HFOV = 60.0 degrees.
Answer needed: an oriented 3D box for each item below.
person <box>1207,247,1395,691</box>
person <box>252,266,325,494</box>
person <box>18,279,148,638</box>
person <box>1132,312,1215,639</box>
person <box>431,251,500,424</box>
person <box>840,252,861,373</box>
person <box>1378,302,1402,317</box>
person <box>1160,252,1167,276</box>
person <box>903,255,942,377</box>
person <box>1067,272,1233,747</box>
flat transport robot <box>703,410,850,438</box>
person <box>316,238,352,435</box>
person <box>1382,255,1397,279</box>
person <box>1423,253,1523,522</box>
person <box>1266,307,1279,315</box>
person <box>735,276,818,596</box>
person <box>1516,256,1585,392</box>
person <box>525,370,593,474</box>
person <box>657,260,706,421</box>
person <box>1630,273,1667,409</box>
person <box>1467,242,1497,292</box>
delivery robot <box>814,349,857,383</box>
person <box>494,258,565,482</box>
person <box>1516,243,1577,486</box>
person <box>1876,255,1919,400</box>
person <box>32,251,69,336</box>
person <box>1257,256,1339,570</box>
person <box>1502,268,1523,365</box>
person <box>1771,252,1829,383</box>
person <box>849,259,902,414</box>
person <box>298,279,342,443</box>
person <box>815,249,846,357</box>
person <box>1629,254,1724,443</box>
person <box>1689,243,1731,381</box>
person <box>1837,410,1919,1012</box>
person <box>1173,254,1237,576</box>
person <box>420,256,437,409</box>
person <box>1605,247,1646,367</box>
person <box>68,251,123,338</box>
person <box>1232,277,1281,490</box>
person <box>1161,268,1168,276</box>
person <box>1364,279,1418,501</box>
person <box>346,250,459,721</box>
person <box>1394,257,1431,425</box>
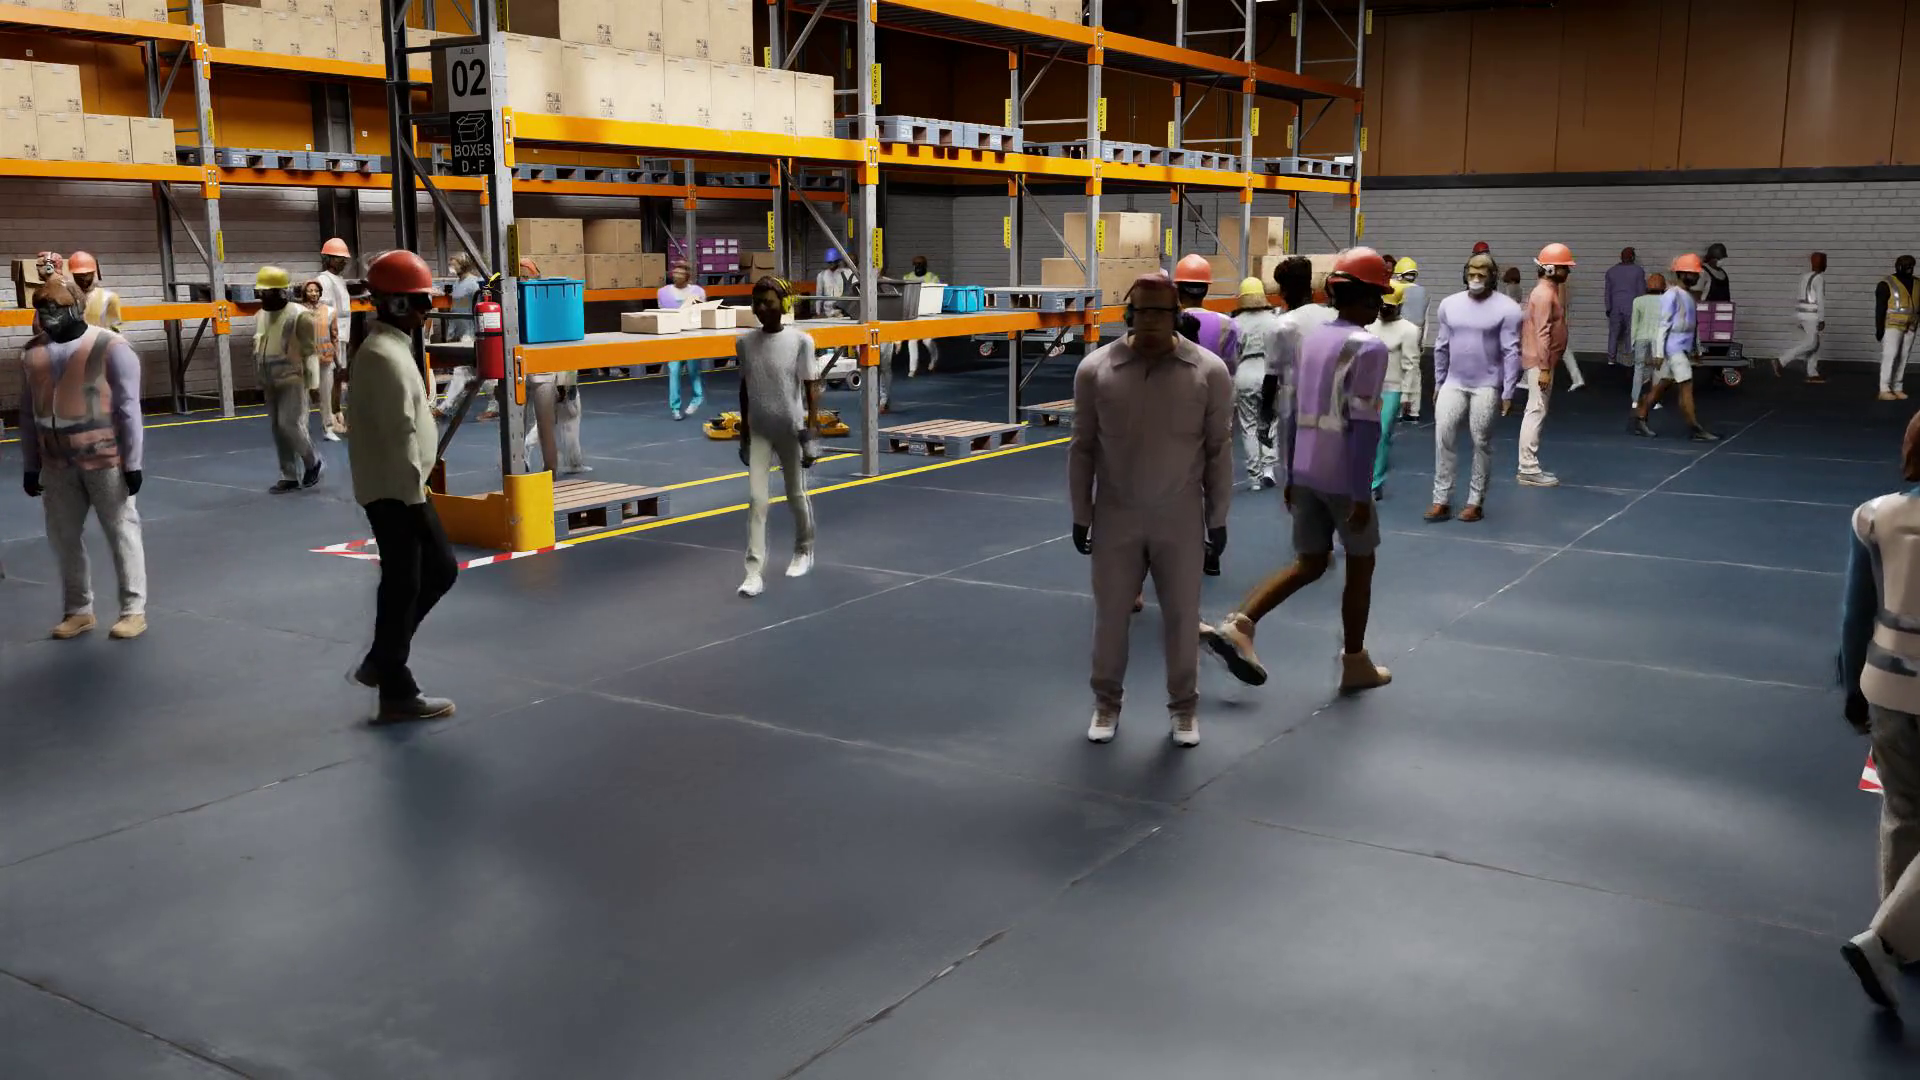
[{"bbox_3d":[1.562,-0.288,7.354,0.832,2.004,0.657,-5,11,-25],"label":"person"},{"bbox_3d":[-5.396,-1.266,13.261,0.617,1.813,0.425,5,11,25],"label":"person"},{"bbox_3d":[-4.446,-0.395,8.440,0.633,1.826,0.437,2,10,9],"label":"person"},{"bbox_3d":[1.073,-0.363,8.680,0.532,1.665,0.793,-8,13,-37],"label":"person"},{"bbox_3d":[-5.530,-2.230,18.382,0.996,1.887,0.659,-7,12,-32],"label":"person"},{"bbox_3d":[-1.636,-3.452,25.309,0.506,1.843,0.346,4,11,21],"label":"person"},{"bbox_3d":[3.473,-1.520,14.417,0.629,1.901,0.673,7,13,35],"label":"person"},{"bbox_3d":[2.761,-3.147,23.557,0.663,1.855,0.979,9,14,42],"label":"person"},{"bbox_3d":[-0.541,-3.352,24.860,0.627,1.818,0.717,3,11,17],"label":"person"},{"bbox_3d":[0.753,-0.111,6.654,0.657,1.899,0.396,1,10,8],"label":"person"},{"bbox_3d":[-1.911,-1.212,17.251,1.431,0.197,0.652,-3,11,-16],"label":"flat transport robot"},{"bbox_3d":[-6.509,-2.126,17.412,0.395,2.040,0.609,-1,10,-5],"label":"person"},{"bbox_3d":[4.966,-2.417,19.556,0.567,1.842,0.809,4,11,20],"label":"person"},{"bbox_3d":[3.615,-1.062,11.820,0.661,1.923,0.672,8,13,38],"label":"person"},{"bbox_3d":[4.436,-3.395,25.108,0.761,1.804,0.541,0,10,2],"label":"person"},{"bbox_3d":[-1.063,-0.625,9.717,0.540,1.823,0.971,2,10,12],"label":"person"},{"bbox_3d":[8.000,-2.924,22.370,0.600,1.862,1.054,-6,12,-31],"label":"person"},{"bbox_3d":[-3.505,-1.352,14.284,0.522,1.618,0.622,7,13,35],"label":"person"},{"bbox_3d":[-3.150,-2.282,18.929,0.563,1.813,0.832,0,10,-1],"label":"person"},{"bbox_3d":[8.316,-2.384,19.999,0.494,1.624,0.279,5,11,27],"label":"person"},{"bbox_3d":[8.314,-3.769,26.641,0.622,1.992,0.396,-5,11,-26],"label":"person"},{"bbox_3d":[-1.733,-2.319,22.335,0.707,0.478,0.477,-9,14,-42],"label":"delivery robot"},{"bbox_3d":[-3.358,-1.244,12.965,0.574,1.883,0.355,-1,10,-6],"label":"person"},{"bbox_3d":[4.853,-1.449,13.787,0.397,1.992,0.623,3,11,17],"label":"person"},{"bbox_3d":[11.954,-2.701,21.156,0.638,1.840,0.432,-2,10,-13],"label":"person"},{"bbox_3d":[-8.895,-1.876,16.396,0.407,1.910,0.638,-4,11,-22],"label":"person"},{"bbox_3d":[2.141,-0.787,10.313,0.653,1.923,0.648,-4,11,-21],"label":"person"},{"bbox_3d":[8.332,-3.308,25.184,0.316,1.609,0.522,9,14,42],"label":"person"},{"bbox_3d":[11.982,-3.149,23.594,0.746,1.863,0.586,2,10,10],"label":"person"},{"bbox_3d":[-0.953,-2.331,19.051,0.644,1.877,1.025,1,10,5],"label":"person"},{"bbox_3d":[-6.453,-1.788,16.647,0.515,1.641,0.314,-9,13,-39],"label":"person"},{"bbox_3d":[-1.881,-3.486,25.375,0.640,1.881,1.063,3,11,17],"label":"person"},{"bbox_3d":[7.266,-1.938,16.811,0.562,1.889,0.985,-10,14,-43],"label":"person"},{"bbox_3d":[10.736,-3.326,24.058,0.684,2.000,0.934,-6,12,-32],"label":"person"},{"bbox_3d":[2.569,0.430,4.409,0.631,1.618,0.537,-5,11,-25],"label":"person"},{"bbox_3d":[1.380,-0.740,10.021,0.551,1.934,0.373,-2,10,-13],"label":"person"},{"bbox_3d":[-6.172,-2.316,18.936,0.328,1.872,0.514,-8,13,-39],"label":"person"},{"bbox_3d":[10.698,-3.743,26.737,0.638,1.911,0.406,9,14,41],"label":"person"},{"bbox_3d":[-7.878,-1.639,15.061,0.564,1.923,0.430,-3,11,-16],"label":"person"},{"bbox_3d":[2.396,-1.266,13.510,0.508,1.715,0.424,2,10,9],"label":"person"},{"bbox_3d":[2.987,-3.633,26.075,0.594,1.925,0.376,4,11,20],"label":"person"},{"bbox_3d":[3.225,-1.142,12.805,0.594,1.725,0.452,9,14,41],"label":"person"},{"bbox_3d":[-2.321,-0.209,6.948,0.426,1.976,0.629,-3,11,-15],"label":"person"},{"bbox_3d":[4.867,-2.172,18.241,0.601,1.830,0.403,-5,12,-27],"label":"person"}]
